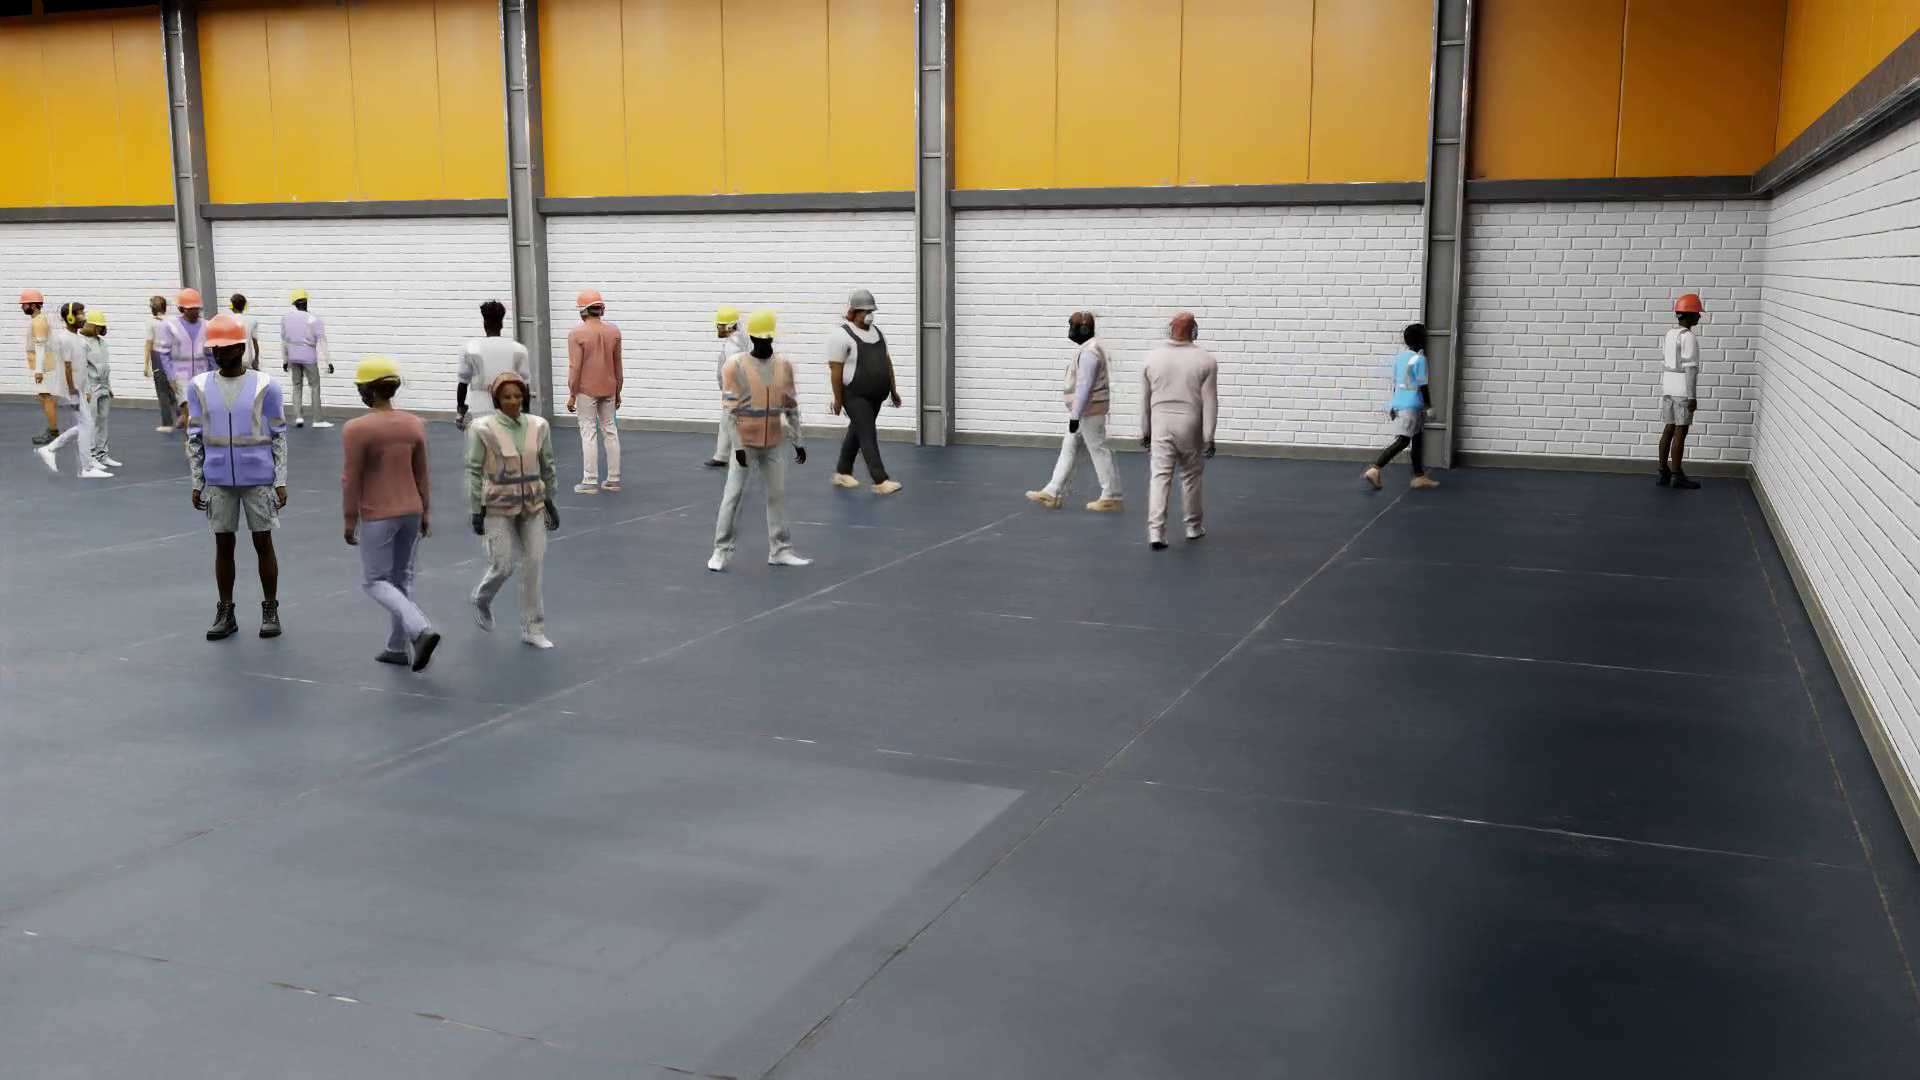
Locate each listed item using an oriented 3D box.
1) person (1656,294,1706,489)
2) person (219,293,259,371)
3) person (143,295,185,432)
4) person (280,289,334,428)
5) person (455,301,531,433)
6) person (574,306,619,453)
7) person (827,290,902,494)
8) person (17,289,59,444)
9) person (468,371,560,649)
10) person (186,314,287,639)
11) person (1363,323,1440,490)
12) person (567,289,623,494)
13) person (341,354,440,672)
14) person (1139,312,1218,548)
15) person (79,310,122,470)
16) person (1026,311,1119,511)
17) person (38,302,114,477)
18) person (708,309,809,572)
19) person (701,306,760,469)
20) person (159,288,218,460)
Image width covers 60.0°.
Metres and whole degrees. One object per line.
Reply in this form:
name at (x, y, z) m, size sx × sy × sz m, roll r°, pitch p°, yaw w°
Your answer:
person at (7.225, -1.483, 16.639) m, size 0.354 × 1.939 × 0.544 m, roll -1°, pitch 9°, yaw -3°
person at (-9.728, -2.397, 22.432) m, size 0.527 × 1.852 × 0.414 m, roll -8°, pitch 12°, yaw -41°
person at (-10.629, -2.339, 22.171) m, size 0.393 × 1.832 × 0.523 m, roll 4°, pitch 10°, yaw 21°
person at (-8.930, -2.468, 22.729) m, size 0.727 × 1.903 × 0.377 m, roll 1°, pitch 9°, yaw 5°
person at (-4.108, -1.139, 14.623) m, size 0.607 × 1.910 × 1.004 m, roll -6°, pitch 11°, yaw -31°
person at (-4.265, -1.925, 19.600) m, size 0.570 × 1.842 × 0.384 m, roll -6°, pitch 11°, yaw -33°
person at (-0.940, -1.493, 16.390) m, size 1.018 × 2.000 × 0.690 m, roll 7°, pitch 12°, yaw 37°
person at (-11.509, -2.160, 20.791) m, size 0.378 × 1.933 × 0.544 m, roll -5°, pitch 10°, yaw -27°
person at (-2.625, -0.174, 9.684) m, size 0.531 × 1.625 × 0.500 m, roll -8°, pitch 12°, yaw -41°
person at (-4.290, -0.368, 9.882) m, size 0.551 × 1.935 × 0.371 m, roll -2°, pitch 10°, yaw -10°
person at (4.383, -1.314, 16.436) m, size 0.794 × 1.667 × 0.533 m, roll -1°, pitch 9°, yaw -4°
person at (-3.581, -1.451, 16.279) m, size 0.393 × 1.991 × 0.626 m, roll 9°, pitch 13°, yaw 42°
person at (-3.054, -0.131, 9.039) m, size 0.627 × 1.750 × 0.532 m, roll 6°, pitch 11°, yaw 30°
person at (1.736, -0.877, 13.228) m, size 0.659 × 1.860 × 0.980 m, roll 4°, pitch 10°, yaw 21°
person at (-9.444, -1.644, 18.224) m, size 0.311 × 1.736 × 0.483 m, roll 1°, pitch 9°, yaw 4°
person at (1.029, -1.150, 15.023) m, size 0.918 × 1.798 × 0.655 m, roll 0°, pitch 9°, yaw 2°
person at (-9.293, -1.556, 17.360) m, size 0.629 × 1.855 × 0.525 m, roll -3°, pitch 10°, yaw -16°
person at (-1.487, -0.717, 12.112) m, size 0.810 × 1.903 × 0.461 m, roll -6°, pitch 11°, yaw -34°
person at (-2.370, -1.644, 18.098) m, size 0.856 × 1.794 × 0.593 m, roll -1°, pitch 9°, yaw -7°
person at (-8.556, -1.805, 18.533) m, size 1.024 × 1.955 × 0.621 m, roll 9°, pitch 13°, yaw 42°
